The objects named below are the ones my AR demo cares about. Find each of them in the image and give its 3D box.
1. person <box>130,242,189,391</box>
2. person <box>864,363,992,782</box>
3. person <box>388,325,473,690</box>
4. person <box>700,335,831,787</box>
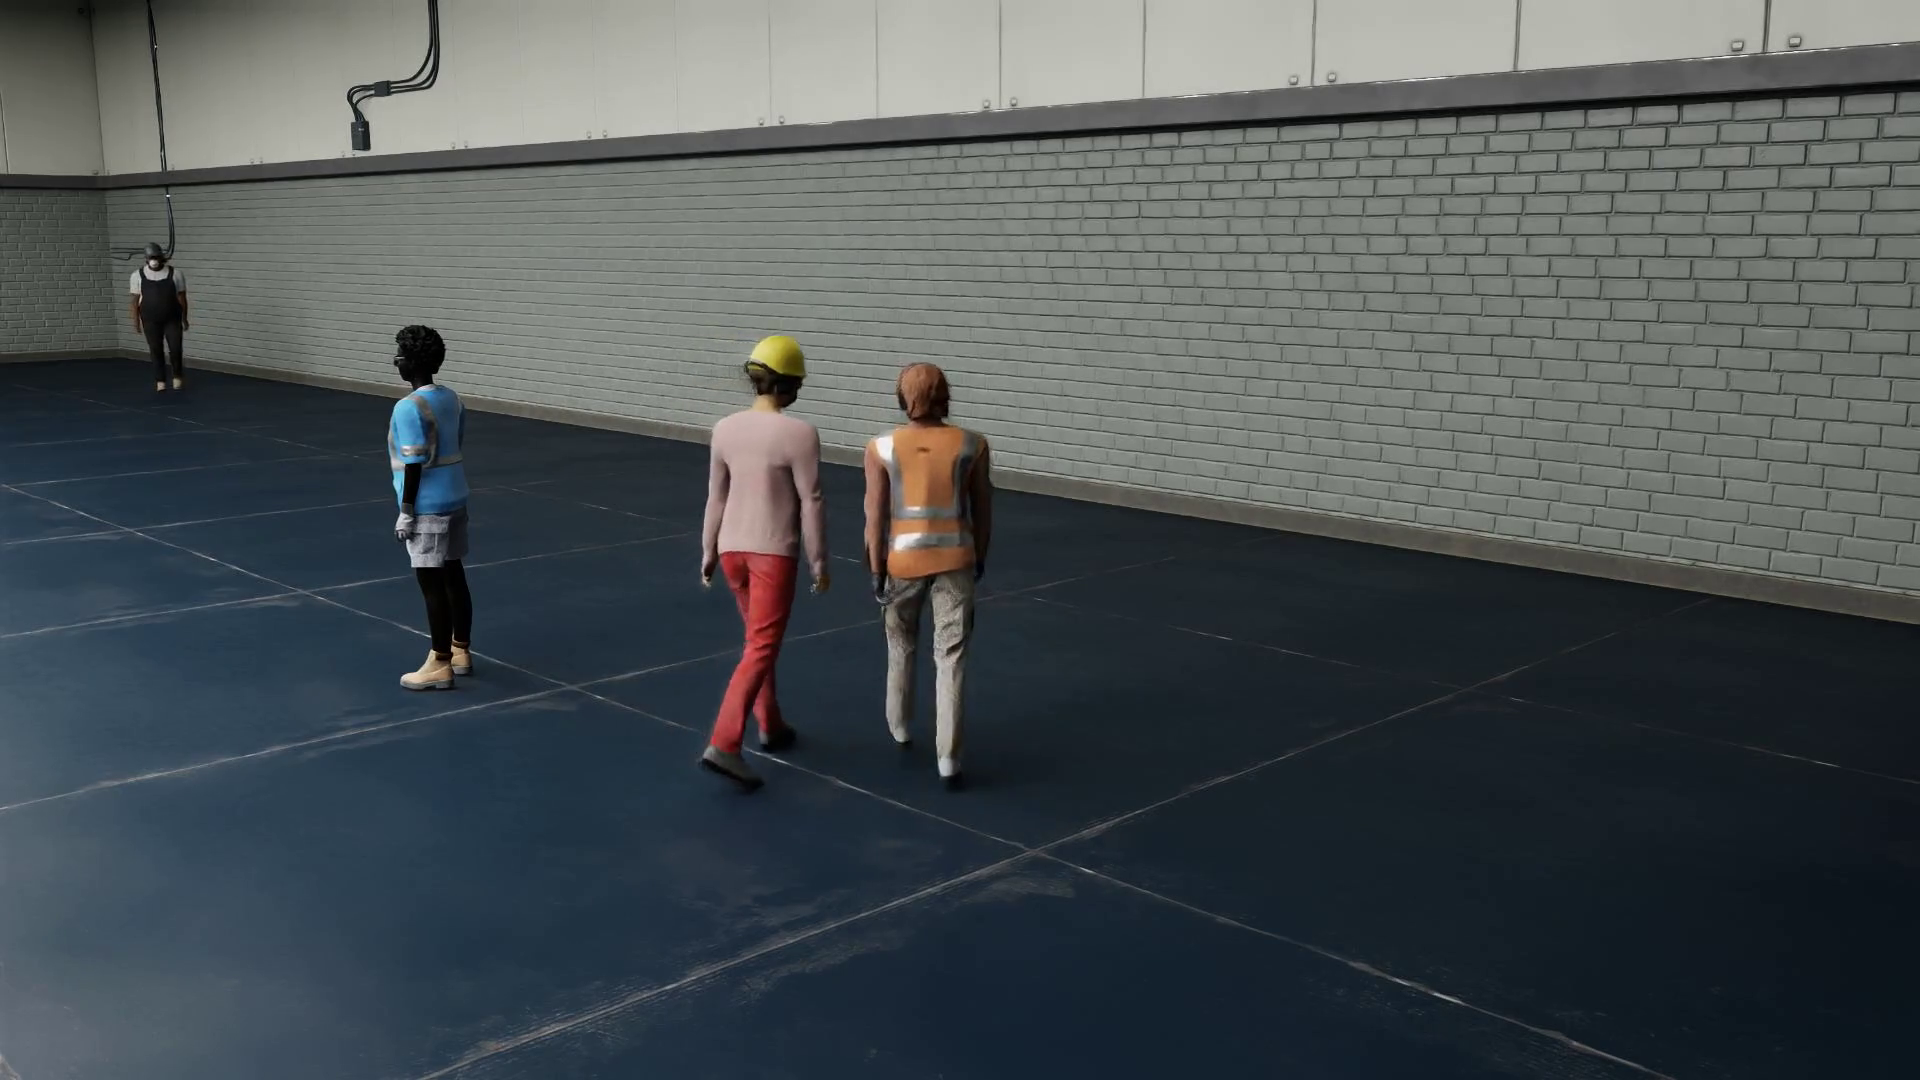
[{"bbox_3d":[-10.889,-3.023,22.627,0.698,2.000,0.611,-4,11,-22],"label":"person"},{"bbox_3d":[-0.124,0.108,6.623,0.507,1.608,0.811,0,10,-3],"label":"person"},{"bbox_3d":[-2.492,-0.157,7.823,0.319,1.697,0.533,1,10,7],"label":"person"},{"bbox_3d":[-0.824,0.065,6.559,0.550,1.724,0.812,6,12,30],"label":"person"}]
